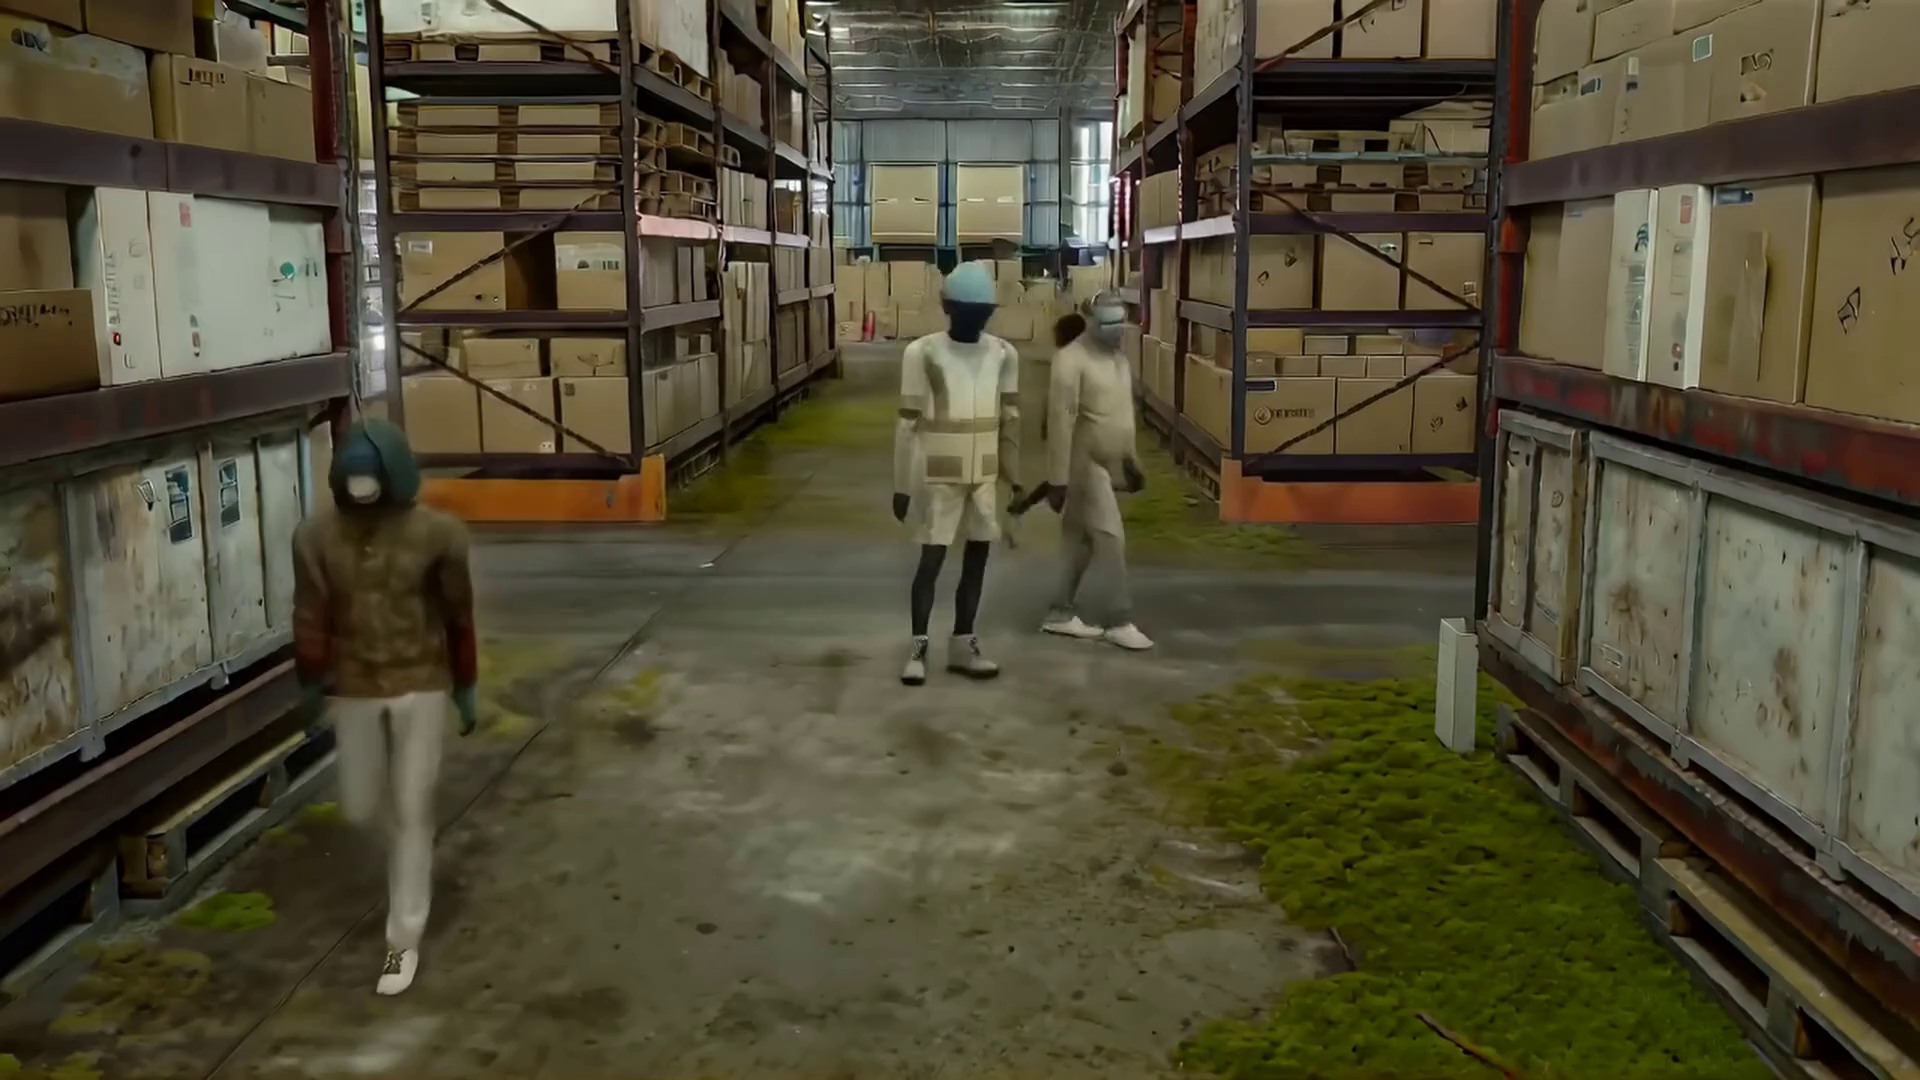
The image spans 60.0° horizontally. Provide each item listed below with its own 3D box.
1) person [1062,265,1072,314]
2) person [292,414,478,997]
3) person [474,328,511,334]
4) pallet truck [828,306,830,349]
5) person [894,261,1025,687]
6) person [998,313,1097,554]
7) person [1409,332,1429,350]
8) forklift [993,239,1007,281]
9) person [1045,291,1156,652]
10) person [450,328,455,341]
[{"bbox_3d":[3.833,-8.899,59.742,0.672,1.913,0.634,1,9,3],"label":"person"},{"bbox_3d":[-1.638,0.425,4.825,0.506,1.610,0.686,0,9,-2],"label":"person"},{"bbox_3d":[-7.790,-3.513,27.797,0.627,1.814,0.802,1,10,7],"label":"person"},{"bbox_3d":[-3.100,-3.940,29.800,1.885,1.965,0.823,3,10,19],"label":"pallet truck"},{"bbox_3d":[-0.019,-0.306,7.990,0.712,2.028,0.472,-5,11,-29],"label":"person"},{"bbox_3d":[0.641,-0.724,11.501,0.670,1.681,0.543,0,9,-2],"label":"person"},{"bbox_3d":[10.527,-5.298,38.222,0.879,1.898,0.561,-5,11,-29],"label":"person"},{"bbox_3d":[1.389,-8.923,57.013,1.873,2.768,1.129,-1,9,-3],"label":"forklift"},{"bbox_3d":[0.784,-0.359,8.723,0.822,1.860,0.801,5,11,29],"label":"person"},{"bbox_3d":[-12.679,-5.637,41.178,0.534,1.593,0.871,-2,10,-14],"label":"person"}]
